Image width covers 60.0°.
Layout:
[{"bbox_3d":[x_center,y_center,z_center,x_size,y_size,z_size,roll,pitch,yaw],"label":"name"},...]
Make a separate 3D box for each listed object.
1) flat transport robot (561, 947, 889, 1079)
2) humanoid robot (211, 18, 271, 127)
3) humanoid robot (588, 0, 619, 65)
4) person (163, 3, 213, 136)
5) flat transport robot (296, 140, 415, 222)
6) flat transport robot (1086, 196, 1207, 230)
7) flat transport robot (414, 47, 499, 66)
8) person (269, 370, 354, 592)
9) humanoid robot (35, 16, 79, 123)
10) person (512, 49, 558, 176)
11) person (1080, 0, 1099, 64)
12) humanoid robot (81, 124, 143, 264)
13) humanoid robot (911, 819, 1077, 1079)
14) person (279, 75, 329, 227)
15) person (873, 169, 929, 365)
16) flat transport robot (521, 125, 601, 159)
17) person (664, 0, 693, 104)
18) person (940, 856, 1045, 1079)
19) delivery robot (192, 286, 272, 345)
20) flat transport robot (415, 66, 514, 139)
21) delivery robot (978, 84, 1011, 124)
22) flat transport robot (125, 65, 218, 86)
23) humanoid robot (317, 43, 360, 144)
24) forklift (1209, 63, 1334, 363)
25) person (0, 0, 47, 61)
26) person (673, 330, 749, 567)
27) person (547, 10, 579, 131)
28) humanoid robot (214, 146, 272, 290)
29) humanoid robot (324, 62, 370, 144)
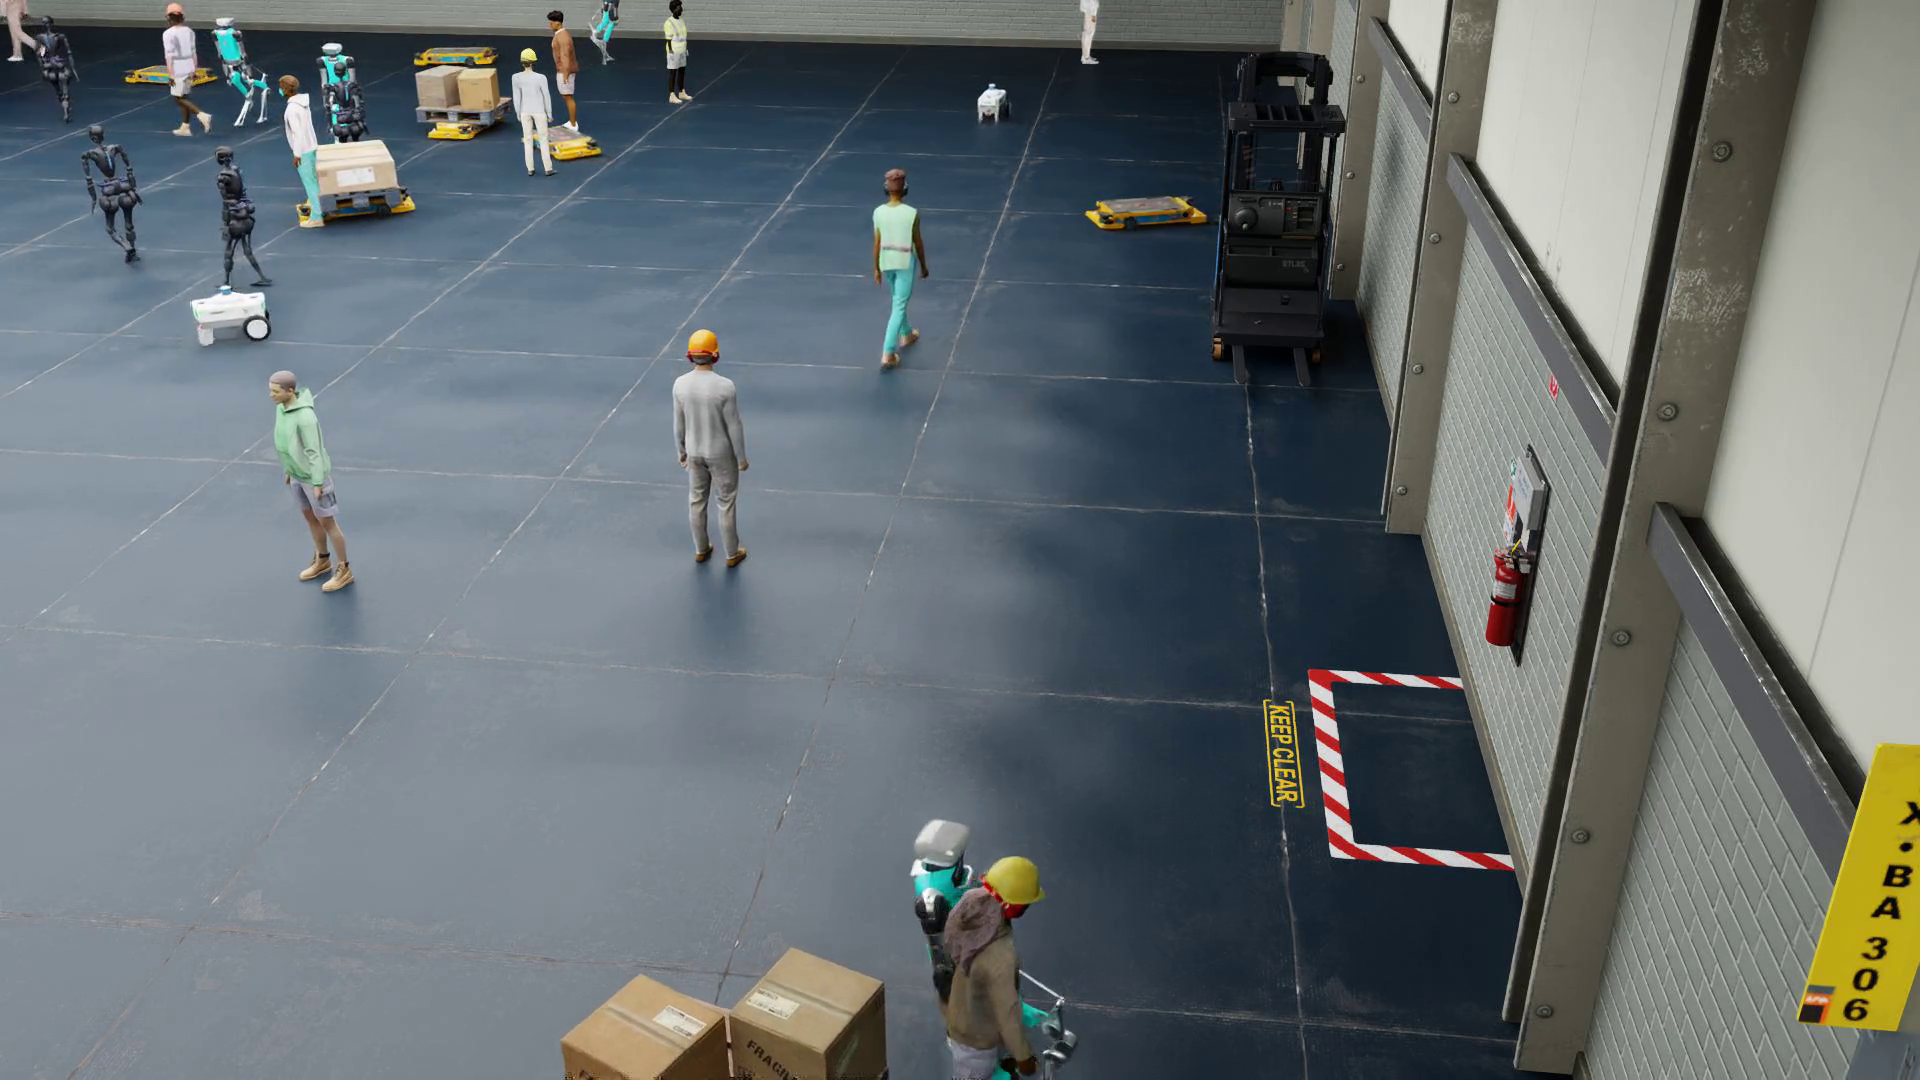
[{"bbox_3d":[-1.085,2.791,7.566,0.659,0.231,1.431,11,29,21],"label":"flat transport robot"},{"bbox_3d":[-11.260,-7.362,26.195,0.549,1.747,0.939,8,28,15],"label":"humanoid robot"},{"bbox_3d":[-6.667,-9.702,30.999,0.754,1.899,0.541,-18,32,-31],"label":"humanoid robot"},{"bbox_3d":[-11.927,-7.215,25.619,0.753,1.995,0.652,6,27,13],"label":"person"},{"bbox_3d":[-8.004,-4.444,22.011,1.431,0.231,0.659,-12,29,-22],"label":"flat transport robot"},{"bbox_3d":[2.420,-4.252,21.626,1.431,0.231,0.659,-6,27,-13],"label":"flat transport robot"},{"bbox_3d":[-9.482,-9.106,31.318,1.431,0.231,0.659,-1,27,-2],"label":"flat transport robot"},{"bbox_3d":[-4.863,-0.456,12.418,0.467,1.734,0.324,20,33,34],"label":"person"},{"bbox_3d":[-14.505,-7.580,26.743,0.589,1.619,0.775,-2,27,-4],"label":"humanoid robot"},{"bbox_3d":[-6.025,-6.040,23.527,0.532,1.765,0.323,2,27,4],"label":"person"},{"bbox_3d":[2.423,-9.845,31.006,0.391,1.871,0.505,-3,27,-6],"label":"person"},{"bbox_3d":[-9.989,-4.094,19.734,0.506,1.642,0.590,21,34,36],"label":"humanoid robot"},{"bbox_3d":[0.188,2.047,7.433,1.001,1.743,0.530,5,27,9],"label":"humanoid robot"},{"bbox_3d":[-8.370,-4.952,21.187,0.367,1.916,0.491,0,27,-1],"label":"person"},{"bbox_3d":[-0.638,-2.780,16.853,0.486,1.935,1.029,13,29,24],"label":"person"},{"bbox_3d":[-6.049,-6.012,25.140,0.659,0.231,1.431,-18,32,-32],"label":"flat transport robot"},{"bbox_3d":[-4.753,-8.219,27.962,0.322,1.690,0.530,12,29,22],"label":"person"},{"bbox_3d":[0.186,2.097,7.331,0.781,1.713,0.554,-4,27,-8],"label":"person"},{"bbox_3d":[-7.700,-2.399,17.582,0.756,0.571,0.499,-11,29,-21],"label":"delivery robot"},{"bbox_3d":[-7.788,-6.587,26.288,0.659,0.231,1.431,3,27,7],"label":"flat transport robot"},{"bbox_3d":[0.525,-7.077,26.942,0.499,0.590,0.793,6,27,12],"label":"delivery robot"},{"bbox_3d":[-14.068,-8.275,29.658,1.431,0.231,0.659,8,28,15],"label":"flat transport robot"},{"bbox_3d":[-8.934,-6.137,23.799,0.530,1.777,0.973,0,27,1],"label":"humanoid robot"},{"bbox_3d":[3.241,-3.477,17.183,1.129,2.768,1.873,3,27,6],"label":"forklift"},{"bbox_3d":[-17.641,-9.890,31.088,0.831,1.876,0.643,-1,27,-2],"label":"person"},{"bbox_3d":[-1.904,-0.691,12.715,0.569,1.889,0.389,7,27,13],"label":"person"},{"bbox_3d":[-6.178,-7.340,26.039,0.418,1.843,0.789,-9,28,-17],"label":"person"},{"bbox_3d":[-8.264,-3.672,18.903,0.512,1.642,0.610,1,27,3],"label":"humanoid robot"},{"bbox_3d":[-8.586,-5.829,23.208,0.612,1.649,0.413,-22,34,-37],"label":"humanoid robot"}]
